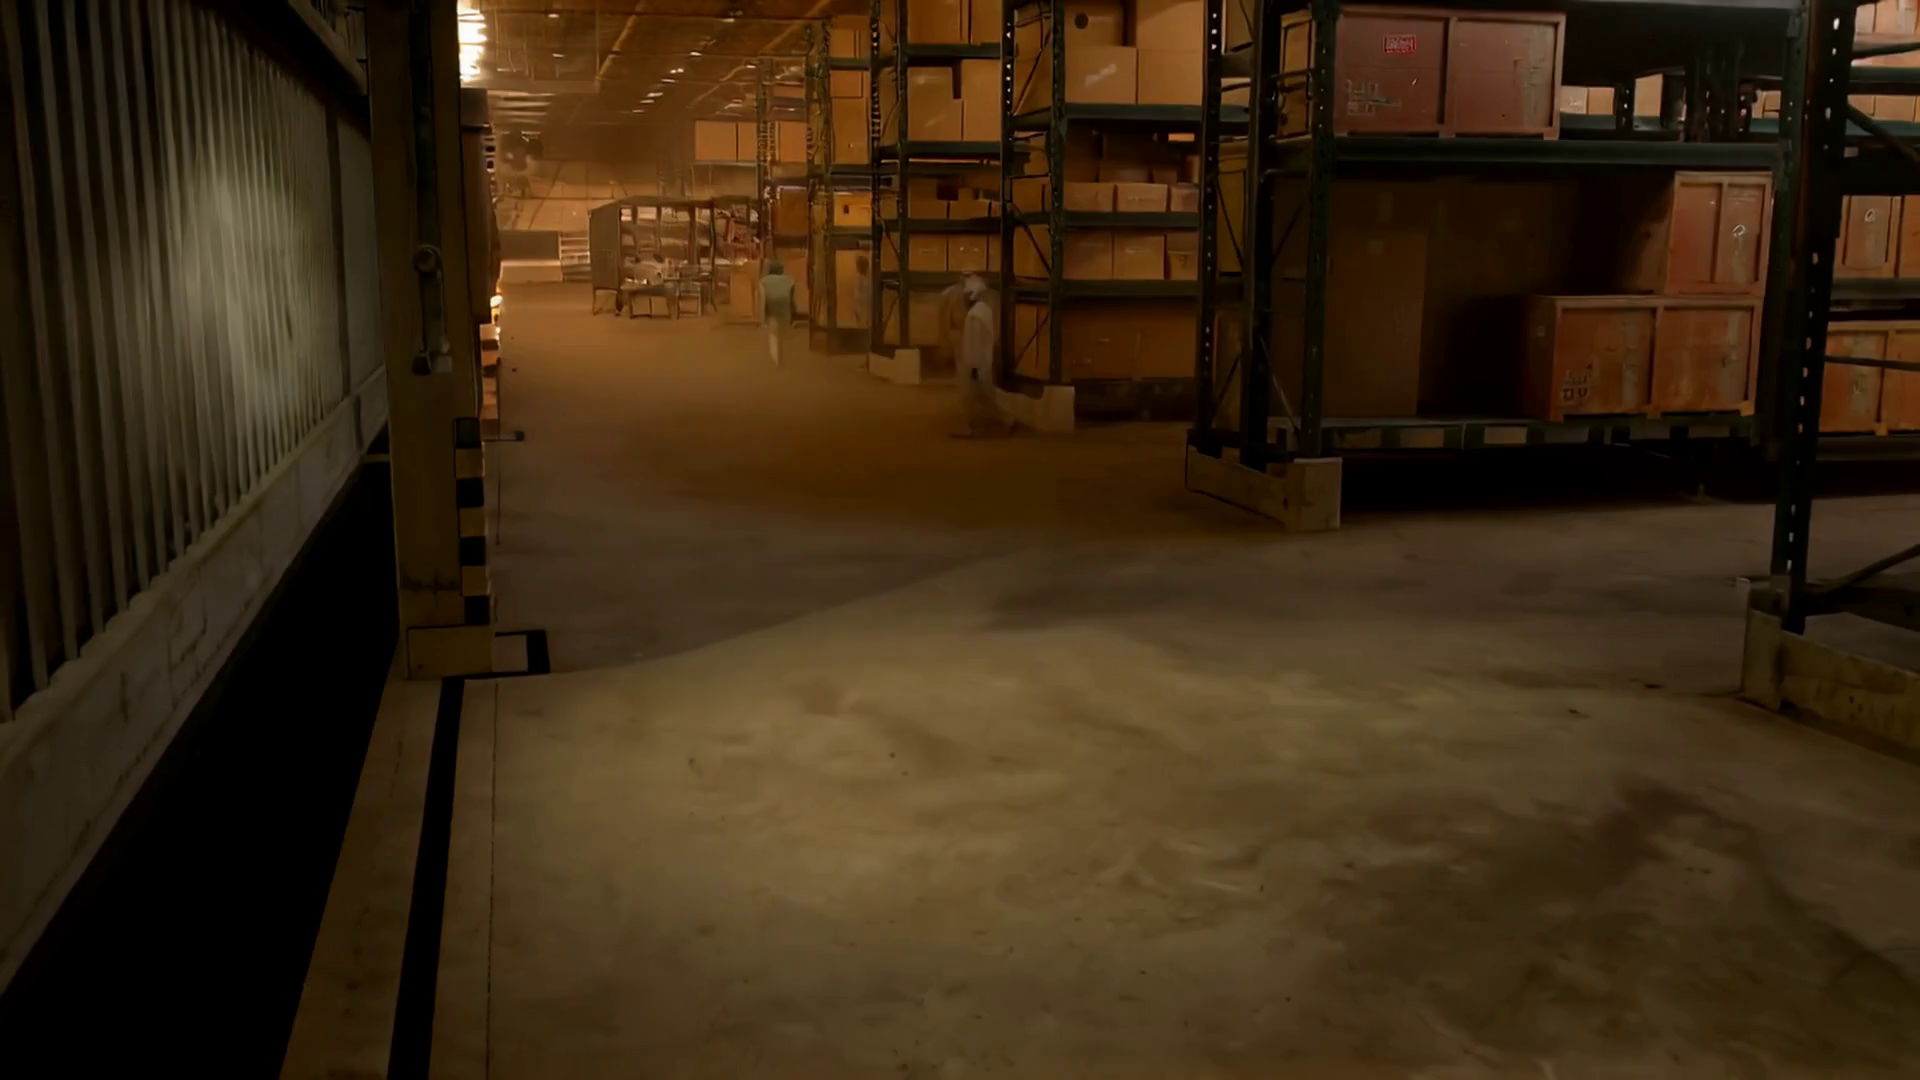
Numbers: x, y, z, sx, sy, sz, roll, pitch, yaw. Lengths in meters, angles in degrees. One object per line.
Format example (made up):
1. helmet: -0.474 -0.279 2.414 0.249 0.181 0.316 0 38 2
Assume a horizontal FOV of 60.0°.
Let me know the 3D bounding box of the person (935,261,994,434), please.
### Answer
1. person: 0.022 -2.124 18.244 0.652 1.874 0.856 -5 11 -28

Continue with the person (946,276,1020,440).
1. person: 0.241 -1.883 17.325 0.697 1.720 0.570 4 11 21

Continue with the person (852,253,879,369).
1. person: -1.585 -3.754 27.356 0.434 1.914 0.577 -8 13 -38

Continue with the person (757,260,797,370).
1. person: -3.007 -3.690 27.355 0.641 1.798 0.950 -1 10 -8

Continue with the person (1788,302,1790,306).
1. person: 9.426 -2.185 18.943 0.736 1.737 0.553 -2 10 -10
